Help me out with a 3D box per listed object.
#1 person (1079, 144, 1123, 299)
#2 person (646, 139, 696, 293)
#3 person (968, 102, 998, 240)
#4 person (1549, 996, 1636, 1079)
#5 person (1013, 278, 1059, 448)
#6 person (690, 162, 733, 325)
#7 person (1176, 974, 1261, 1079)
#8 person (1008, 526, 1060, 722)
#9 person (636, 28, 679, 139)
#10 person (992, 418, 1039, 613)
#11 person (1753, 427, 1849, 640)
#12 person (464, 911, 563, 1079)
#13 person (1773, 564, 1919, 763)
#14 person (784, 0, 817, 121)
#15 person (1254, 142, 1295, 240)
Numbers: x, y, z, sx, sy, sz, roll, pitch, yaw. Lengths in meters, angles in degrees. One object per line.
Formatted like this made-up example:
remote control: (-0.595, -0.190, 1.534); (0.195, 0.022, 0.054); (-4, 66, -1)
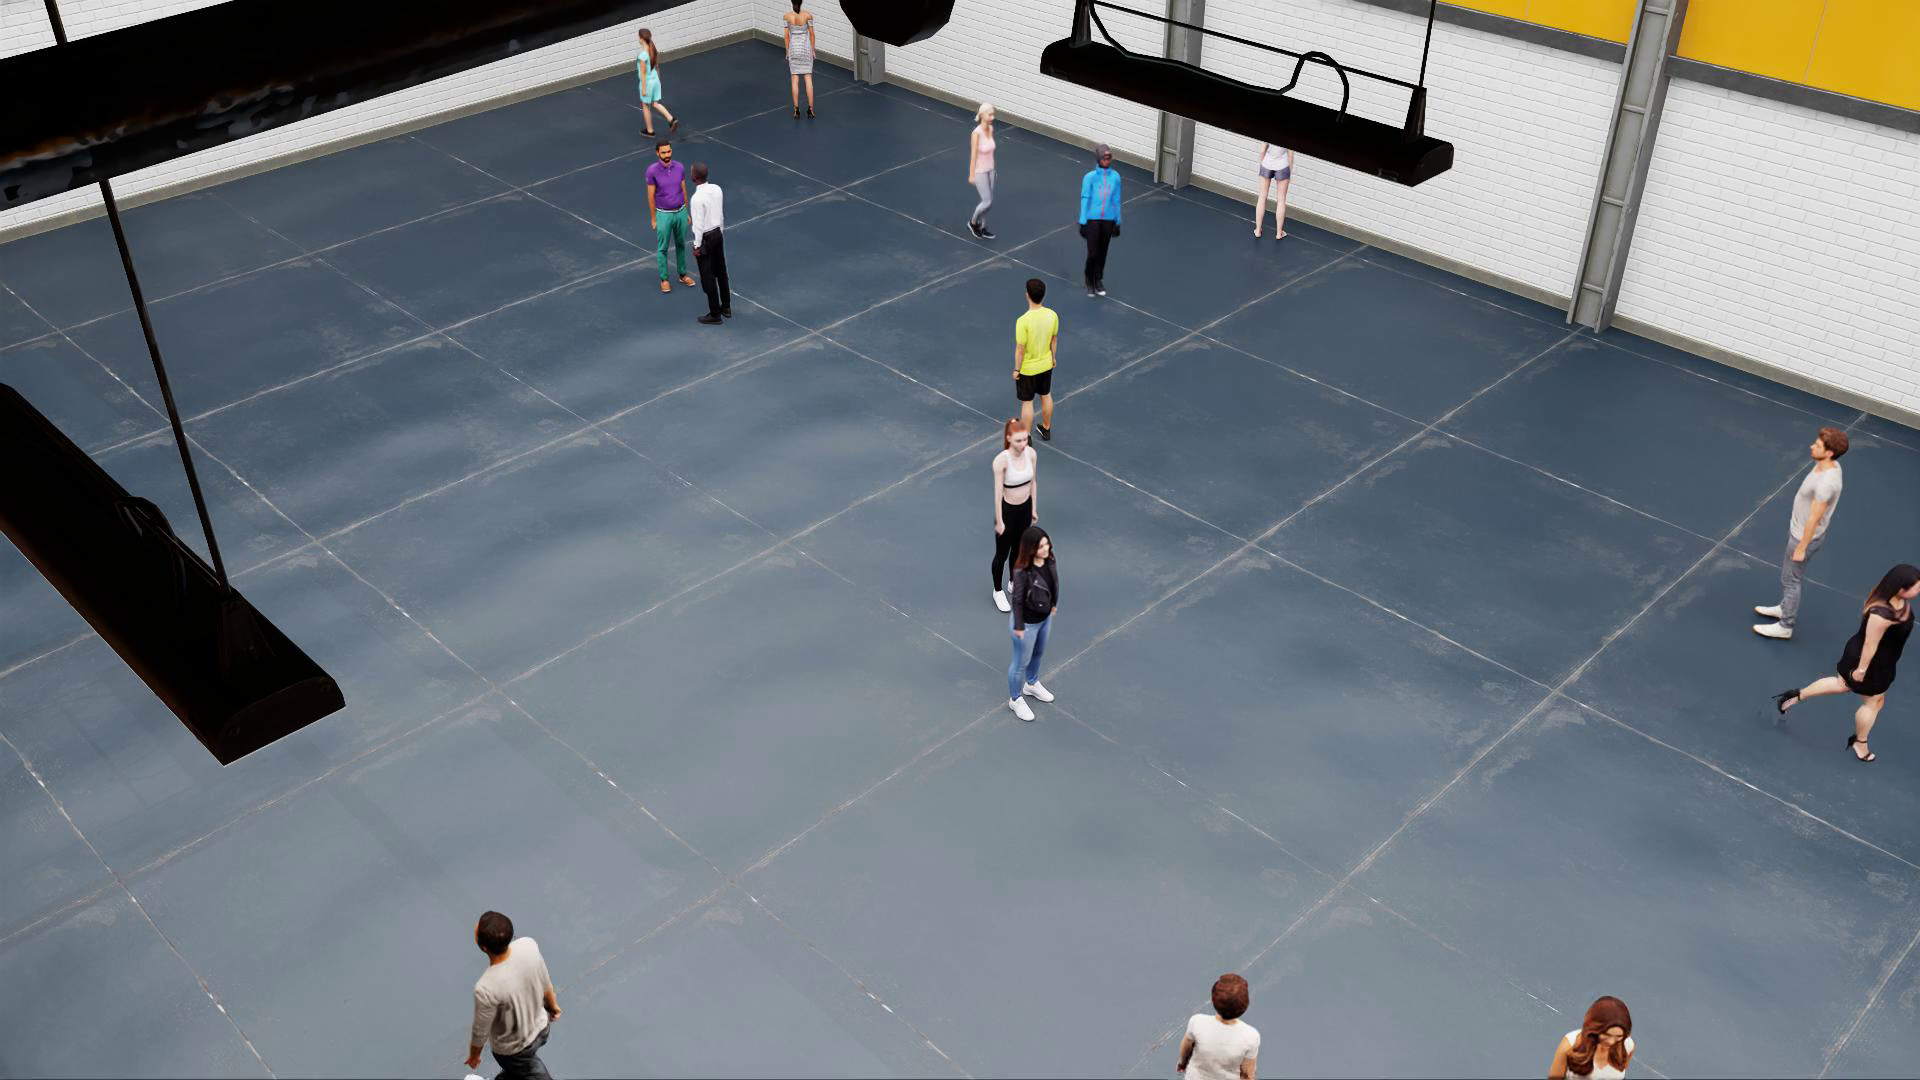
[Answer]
person: (1.559, -3.672, 18.979); (0.723, 1.785, 0.727); (-11, 35, -15)
person: (-3.338, -3.749, 19.110); (0.685, 1.767, 0.650); (-18, 38, -25)
person: (0.220, -4.507, 20.299); (0.651, 1.713, 0.606); (22, 40, 30)
person: (3.270, 3.047, 8.872); (0.674, 1.782, 0.715); (-3, 34, -4)
person: (0.730, -1.722, 16.114); (0.676, 1.708, 0.604); (-18, 38, -25)
person: (-2.771, -3.278, 18.340); (0.640, 1.834, 0.704); (17, 37, 23)
person: (1.356, 3.048, 9.020); (1.106, 1.616, 1.082); (4, 34, 6)
person: (0.550, 0.600, 12.687); (0.587, 1.633, 0.660); (24, 40, 31)
person: (-4.277, -6.361, 23.239); (0.926, 1.547, 0.712); (15, 36, 21)
person: (0.441, -0.229, 13.838); (0.625, 1.740, 0.584); (-20, 39, -27)
person: (6.852, -0.059, 13.445); (0.674, 1.892, 0.726); (15, 36, 21)
person: (-2.368, 2.792, 9.261); (1.219, 1.776, 0.968); (13, 36, 18)
person: (6.602, 0.853, 12.254); (1.100, 1.692, 0.857); (16, 37, 22)
person: (-2.293, -6.963, 23.896); (0.674, 1.823, 0.729); (-1, 34, -2)
person: (3.845, -4.544, 20.305); (0.627, 1.767, 0.729); (12, 35, 17)
